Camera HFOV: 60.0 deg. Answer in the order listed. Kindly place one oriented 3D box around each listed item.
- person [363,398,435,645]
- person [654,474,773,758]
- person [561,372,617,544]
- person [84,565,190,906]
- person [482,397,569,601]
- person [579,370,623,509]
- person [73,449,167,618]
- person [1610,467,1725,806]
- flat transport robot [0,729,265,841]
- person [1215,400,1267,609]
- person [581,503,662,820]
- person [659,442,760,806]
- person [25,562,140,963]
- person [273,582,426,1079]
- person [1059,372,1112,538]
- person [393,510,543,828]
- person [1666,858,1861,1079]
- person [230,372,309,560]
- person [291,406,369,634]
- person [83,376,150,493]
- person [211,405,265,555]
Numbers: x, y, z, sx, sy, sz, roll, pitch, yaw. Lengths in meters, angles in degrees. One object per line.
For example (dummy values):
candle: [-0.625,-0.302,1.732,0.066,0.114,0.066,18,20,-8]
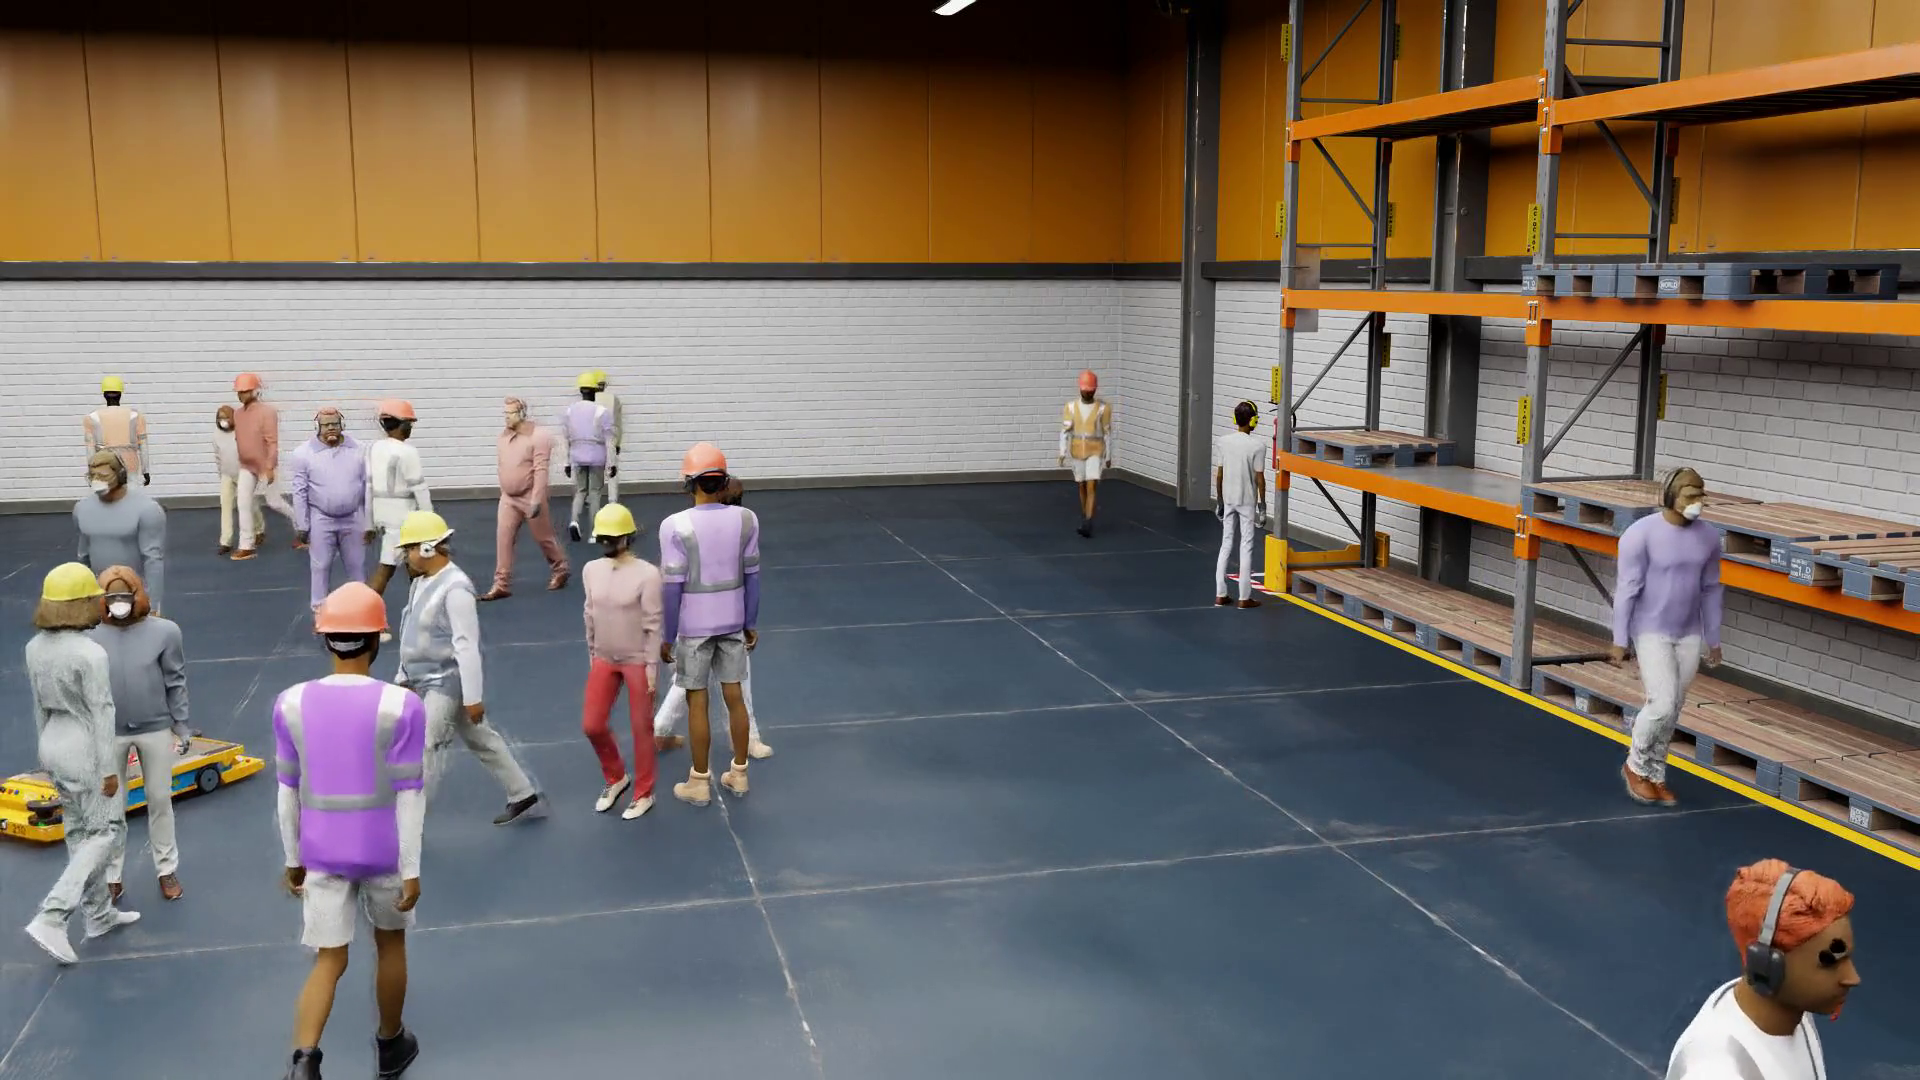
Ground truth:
person: [-4.529,-0.160,13.536,1.088,1.978,0.637,-9,13,-43]
person: [-1.572,0.466,10.229,0.794,1.793,0.643,3,10,19]
person: [-4.080,-0.889,18.292,0.589,1.912,0.466,2,9,10]
person: [-3.913,0.919,7.855,0.507,1.630,0.268,-4,10,-25]
person: [-4.028,-0.406,15.419,0.646,1.865,0.963,4,10,24]
person: [-4.521,-1.238,20.866,0.609,1.779,0.945,-6,11,-34]
person: [-5.179,0.403,10.191,0.638,1.907,0.815,1,9,6]
person: [3.956,0.548,9.254,0.652,1.921,0.451,-3,10,-18]
flat transport robot: [-4.729,1.354,9.378,0.652,0.197,1.431,4,10,25]
person: [2.505,-0.311,14.839,0.516,1.865,0.325,8,12,39]
person: [-1.832,0.667,9.050,0.524,1.754,0.398,3,10,19]
person: [-1.420,0.471,9.374,0.615,2.043,0.373,-7,11,-37]
person: [-3.902,0.960,7.302,0.510,1.737,0.534,5,10,27]
person: [-2.156,1.111,5.861,0.546,1.904,0.860,0,9,-2]
person: [1.430,-0.975,18.941,0.551,1.867,1.048,3,10,19]
person: [-2.665,0.718,8.724,0.994,1.776,0.581,-5,10,-29]
person: [1.572,1.534,3.281,0.423,1.865,0.599,7,12,39]
person: [-7.359,-0.797,17.565,0.622,1.968,0.915,3,10,21]
person: [-5.186,-0.166,13.823,0.650,1.899,0.397,-5,11,-30]
person: [-8.782,-0.749,17.352,0.594,1.924,0.383,-6,11,-31]
person: [-7.806,-0.675,17.994,0.511,1.586,0.900,0,9,1]
